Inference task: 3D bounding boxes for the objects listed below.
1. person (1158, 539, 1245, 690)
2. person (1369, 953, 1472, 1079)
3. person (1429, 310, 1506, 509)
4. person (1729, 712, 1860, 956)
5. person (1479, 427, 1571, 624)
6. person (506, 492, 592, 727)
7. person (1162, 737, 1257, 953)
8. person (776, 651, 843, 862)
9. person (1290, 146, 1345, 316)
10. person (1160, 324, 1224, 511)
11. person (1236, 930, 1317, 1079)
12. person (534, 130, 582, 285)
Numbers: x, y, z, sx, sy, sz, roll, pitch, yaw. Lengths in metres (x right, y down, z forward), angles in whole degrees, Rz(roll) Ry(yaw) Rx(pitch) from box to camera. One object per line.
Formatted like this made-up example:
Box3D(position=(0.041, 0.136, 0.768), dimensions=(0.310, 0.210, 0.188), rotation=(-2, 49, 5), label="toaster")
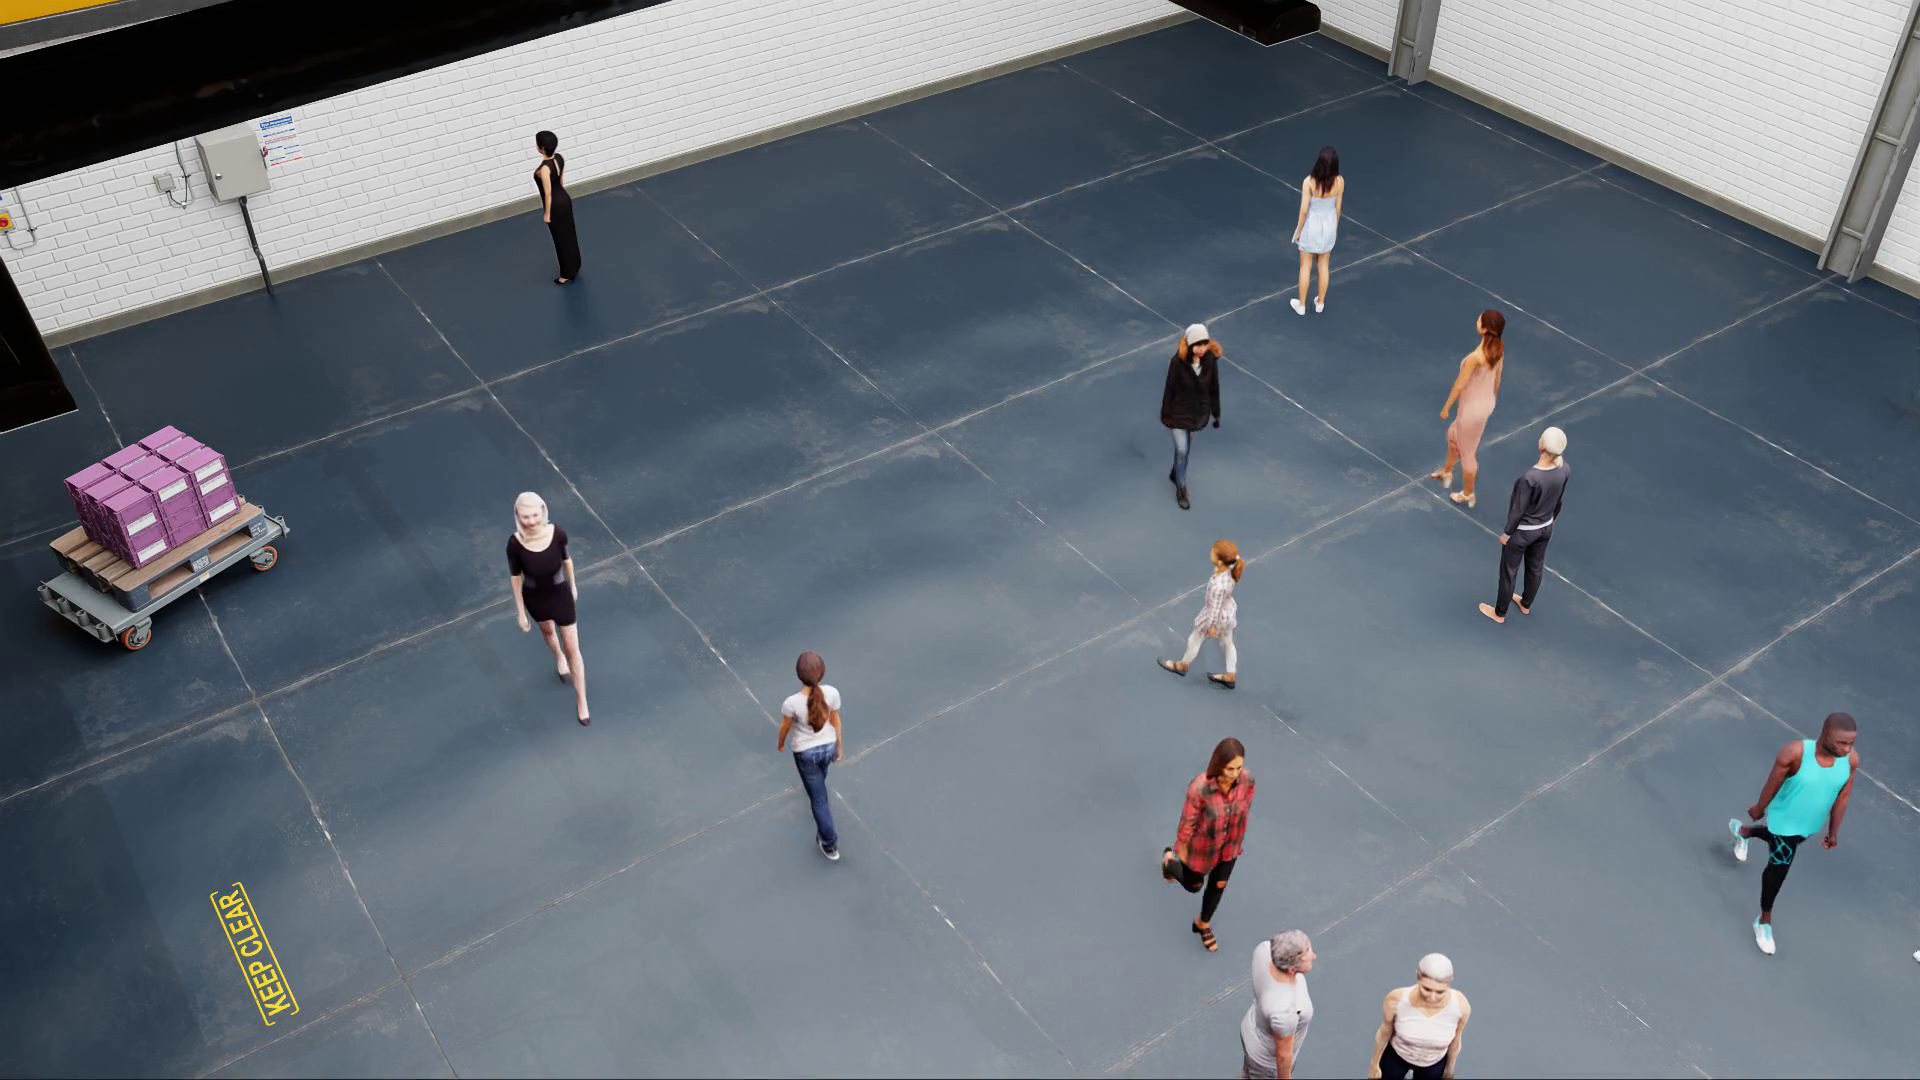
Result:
Box3D(position=(1.917, 0.560, 11.900), dimensions=(0.902, 1.285, 0.755), rotation=(18, 42, 22), label="person")
Box3D(position=(2.404, 2.743, 8.830), dimensions=(0.678, 1.703, 0.728), rotation=(4, 39, 6), label="person")
Box3D(position=(4.230, -1.011, 13.441), dimensions=(0.655, 1.817, 0.757), rotation=(-28, 46, -31), label="person")
Box3D(position=(5.060, 1.629, 10.166), dimensions=(1.075, 1.778, 1.233), rotation=(-1, 39, -1), label="person")
Box3D(position=(4.253, -0.115, 12.391), dimensions=(0.649, 1.726, 0.585), rotation=(-15, 41, -18), label="person")
Box3D(position=(-2.924, 0.371, 11.732), dimensions=(0.780, 1.789, 1.143), rotation=(-14, 41, -16), label="person")
Box3D(position=(1.486, 1.765, 10.069), dimensions=(0.758, 1.685, 0.940), rotation=(-11, 40, -13), label="person")
Box3D(position=(-0.911, 1.398, 10.661), dimensions=(0.701, 1.521, 1.088), rotation=(-15, 41, -18), label="person")
Box3D(position=(3.435, -2.975, 15.969), dimensions=(0.672, 1.730, 0.679), rotation=(-4, 39, -5), label="person")
Box3D(position=(1.852, -1.106, 13.715), dimensions=(0.735, 1.621, 0.824), rotation=(-13, 40, -16), label="person")
Box3D(position=(1.633, 2.675, 8.813), dimensions=(0.830, 1.831, 0.692), rotation=(-4, 39, -4), label="person")
Box3D(position=(-3.985, -3.304, 16.481), dimensions=(0.702, 1.604, 0.646), rotation=(7, 39, 9), label="person")
